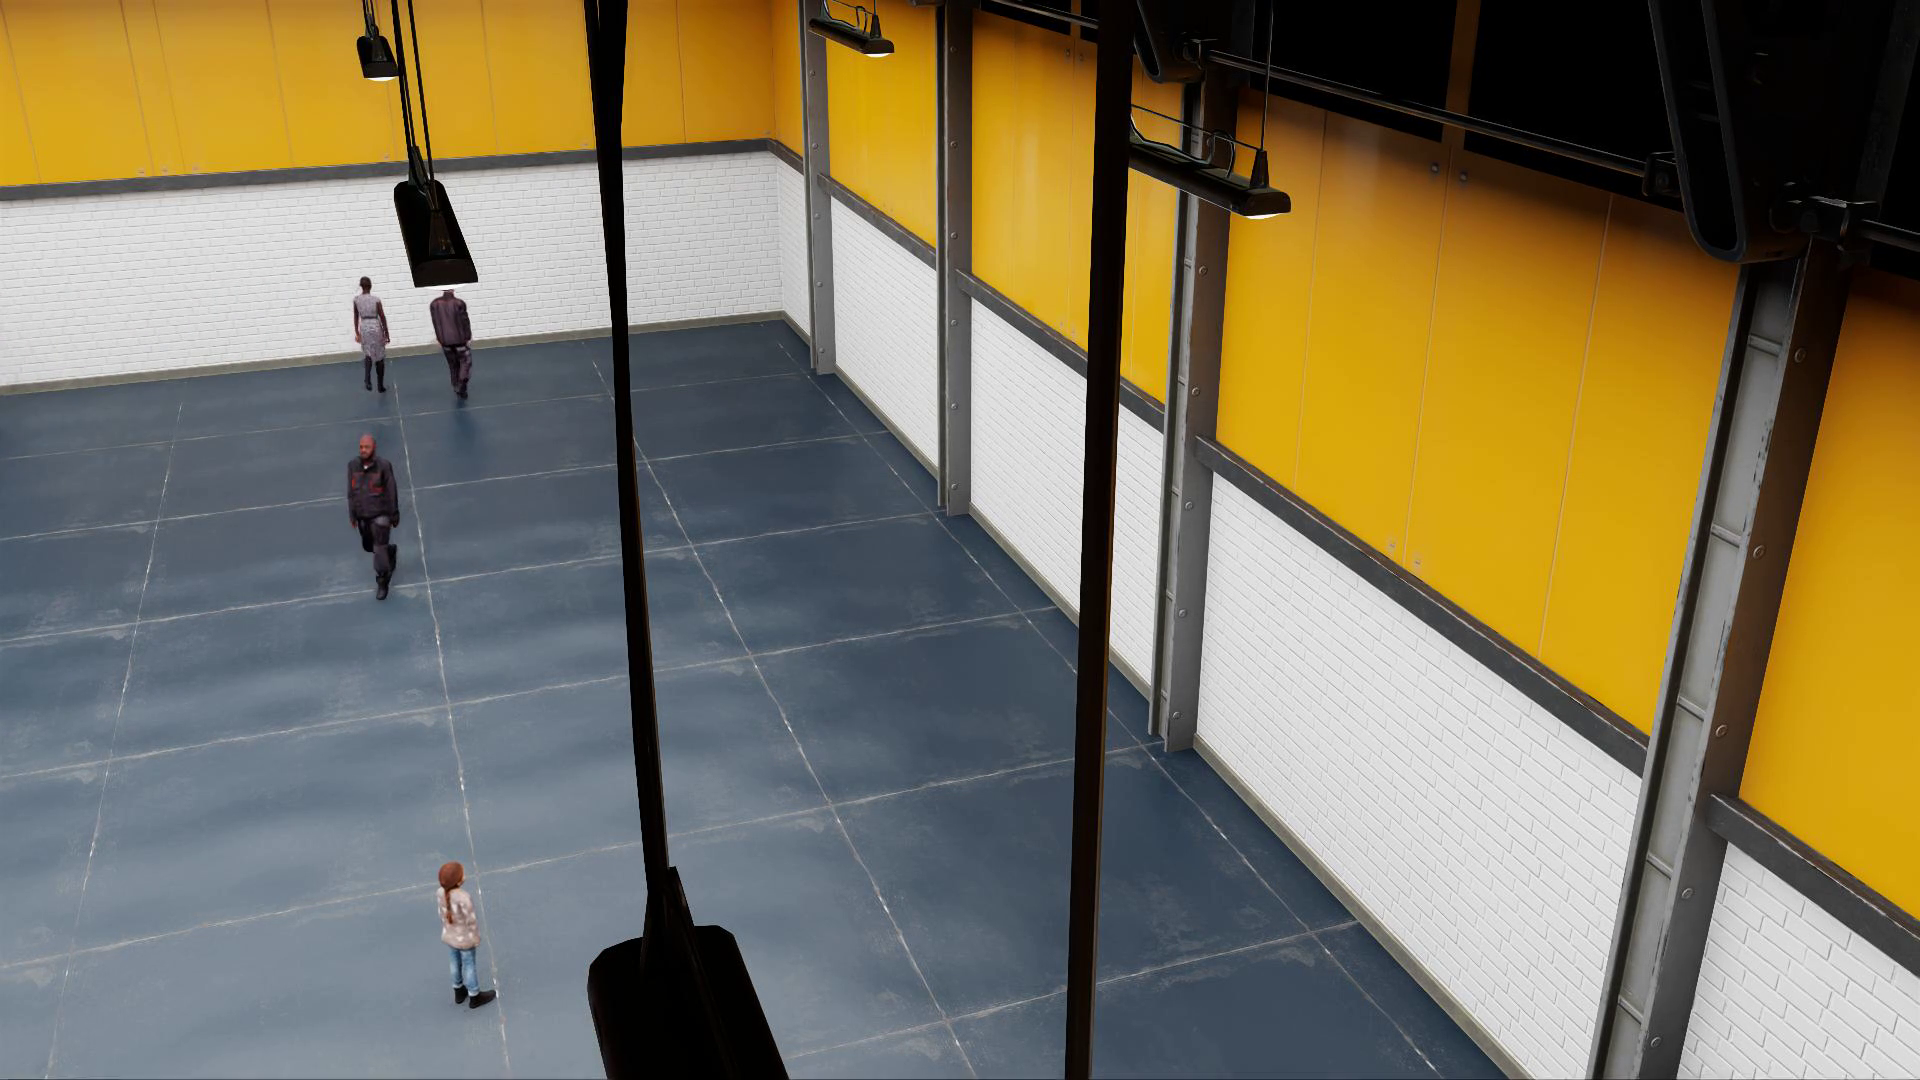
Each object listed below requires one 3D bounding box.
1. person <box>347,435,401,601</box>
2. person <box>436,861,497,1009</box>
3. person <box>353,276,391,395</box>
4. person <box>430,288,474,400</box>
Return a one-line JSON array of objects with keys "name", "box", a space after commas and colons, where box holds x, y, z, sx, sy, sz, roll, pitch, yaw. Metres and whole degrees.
[{"name": "person", "box": [-6.431, -0.324, 18.333, 0.995, 1.794, 1.232, 2, 24, 4]}, {"name": "person", "box": [-3.583, 2.815, 11.902, 0.551, 1.194, 0.620, 13, 27, 27]}, {"name": "person", "box": [-8.655, -2.959, 24.384, 0.800, 1.775, 0.897, 1, 24, 2]}, {"name": "person", "box": [-7.378, -2.924, 24.221, 0.913, 1.843, 1.047, 1, 24, 2]}]
